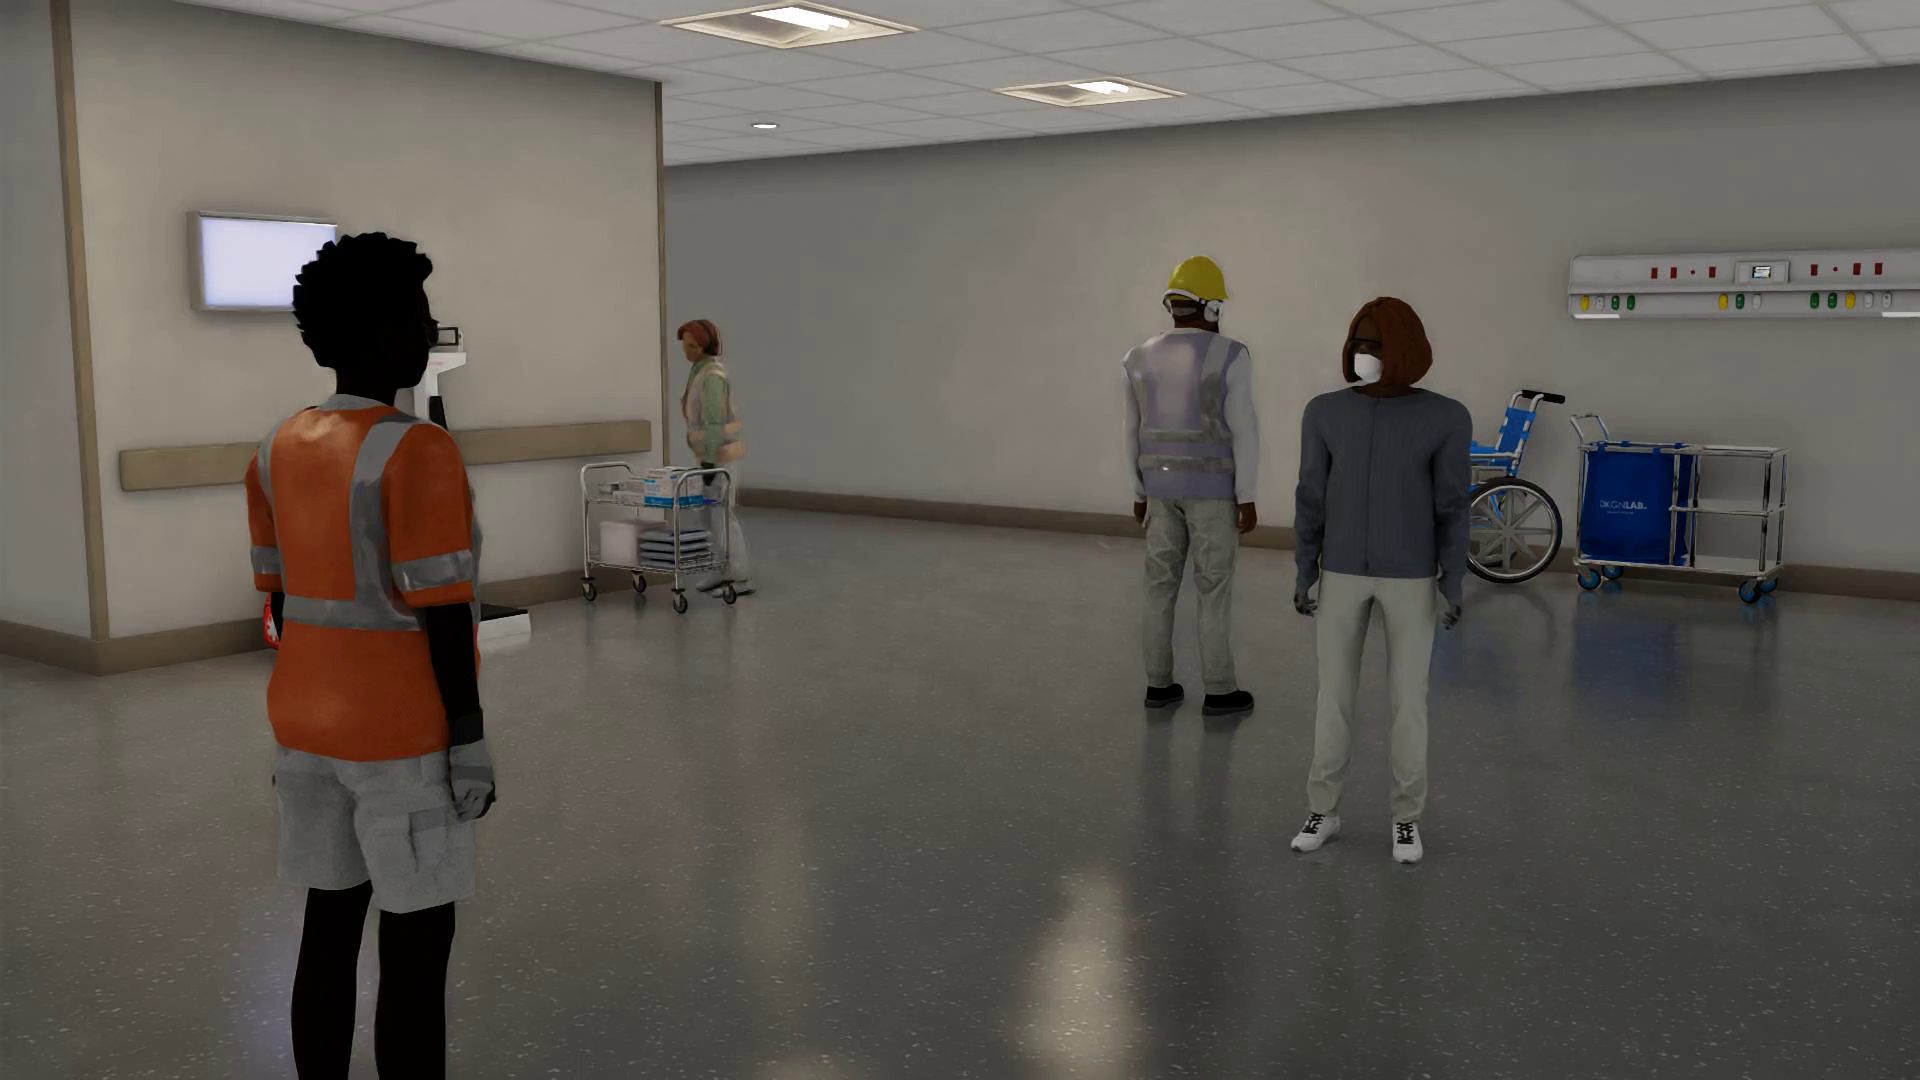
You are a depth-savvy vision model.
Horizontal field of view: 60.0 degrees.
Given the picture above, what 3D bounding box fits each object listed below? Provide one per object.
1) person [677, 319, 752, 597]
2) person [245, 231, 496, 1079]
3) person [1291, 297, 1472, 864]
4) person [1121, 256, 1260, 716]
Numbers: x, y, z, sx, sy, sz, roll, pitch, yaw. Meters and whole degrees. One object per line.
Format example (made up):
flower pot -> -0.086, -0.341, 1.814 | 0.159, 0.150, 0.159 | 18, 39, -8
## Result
person -> -1.404, -0.460, 9.550 | 0.455, 1.606, 0.534 | -3, 8, -23
person -> -0.991, 0.331, 2.856 | 0.529, 1.697, 0.321 | 5, 9, 36
person -> 1.214, 0.118, 4.828 | 0.500, 1.632, 0.286 | 3, 8, 25
person -> 0.944, -0.215, 6.700 | 0.586, 1.835, 0.403 | 5, 9, 36
